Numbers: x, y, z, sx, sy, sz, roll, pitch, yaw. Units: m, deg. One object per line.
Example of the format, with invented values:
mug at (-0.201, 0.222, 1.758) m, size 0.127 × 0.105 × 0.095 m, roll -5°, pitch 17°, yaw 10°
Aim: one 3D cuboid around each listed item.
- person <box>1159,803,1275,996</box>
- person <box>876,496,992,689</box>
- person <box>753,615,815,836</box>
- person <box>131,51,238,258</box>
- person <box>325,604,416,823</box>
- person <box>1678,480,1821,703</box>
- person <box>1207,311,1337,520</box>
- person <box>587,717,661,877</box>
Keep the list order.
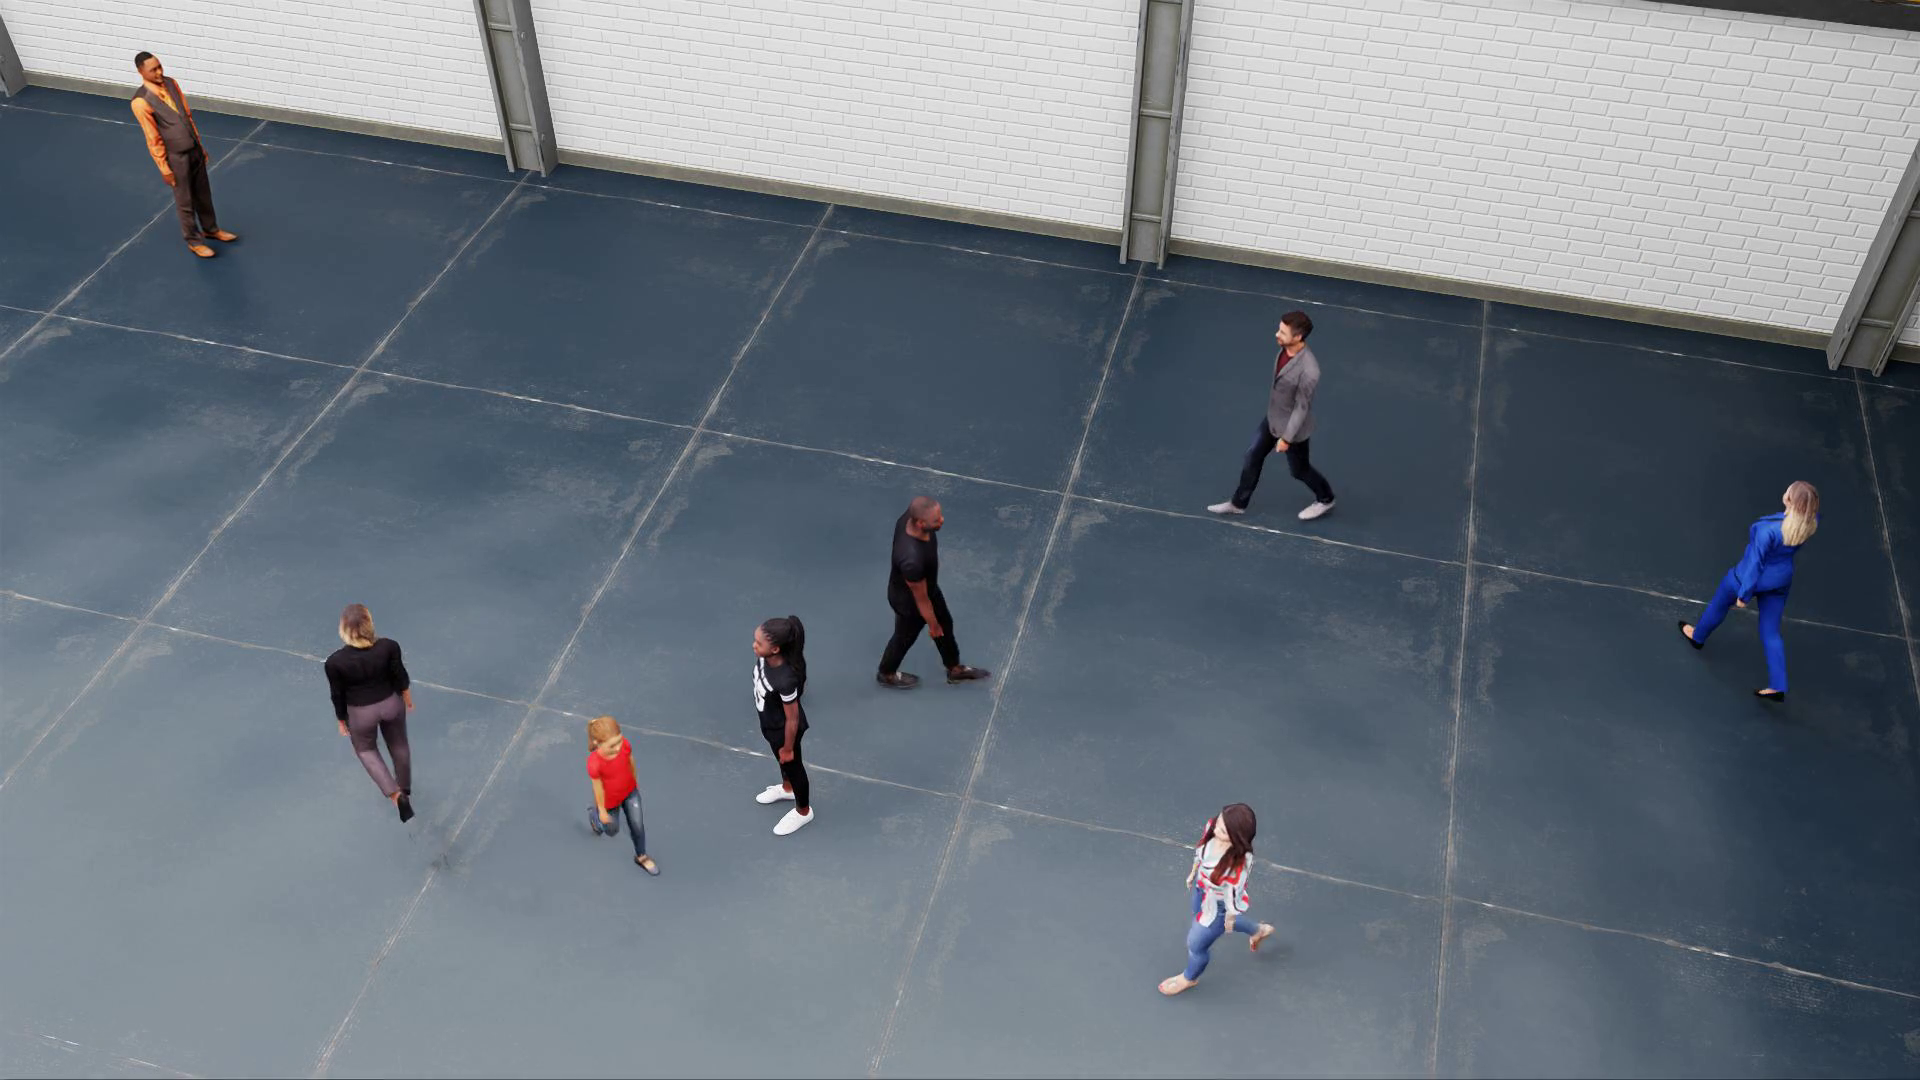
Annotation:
person at (1.478, 1.941, 9.130) m, size 1.019 × 1.597 × 0.847 m, roll -10°, pitch 44°, yaw -10°
person at (-0.384, 0.382, 10.631) m, size 1.051 × 1.784 × 0.795 m, roll 3°, pitch 44°, yaw 3°
person at (-1.067, 1.089, 9.929) m, size 0.764 × 1.729 × 0.717 m, roll -18°, pitch 46°, yaw -18°
person at (-6.813, -3.372, 14.482) m, size 0.596 × 1.908 × 0.683 m, roll 12°, pitch 45°, yaw 12°
person at (-3.468, 1.099, 9.970) m, size 0.857 × 1.657 × 0.918 m, roll -23°, pitch 48°, yaw -22°
person at (5.259, 0.342, 10.761) m, size 1.167 × 1.663 × 1.088 m, roll -12°, pitch 45°, yaw -13°
person at (2.427, -0.844, 11.882) m, size 1.282 × 1.833 × 1.086 m, roll -11°, pitch 45°, yaw -12°
person at (-2.081, 1.475, 9.839) m, size 0.708 × 1.293 × 0.850 m, roll -34°, pitch 53°, yaw -31°
